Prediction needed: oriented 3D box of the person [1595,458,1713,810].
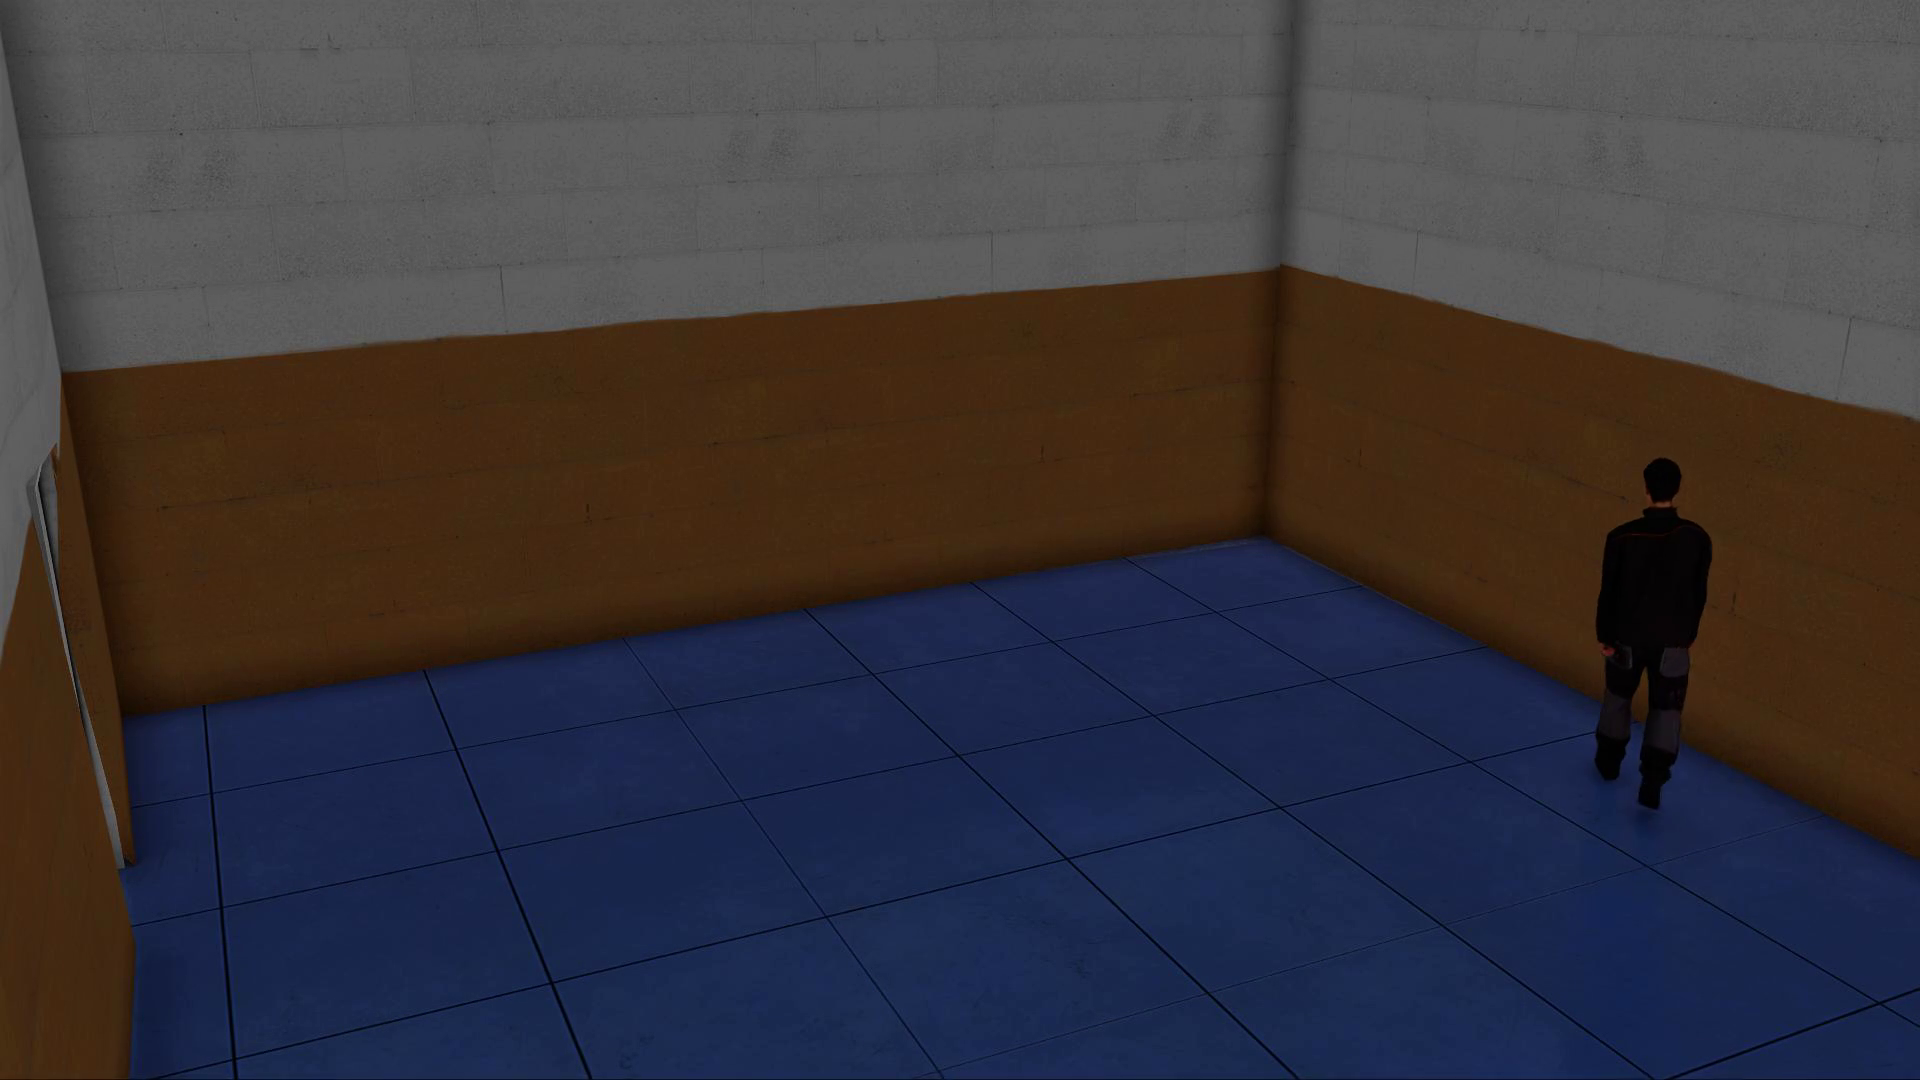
[{"bbox_3d":[3.742,0.527,8.960,1.115,1.915,1.170,6,20,17],"label":"person"}]
